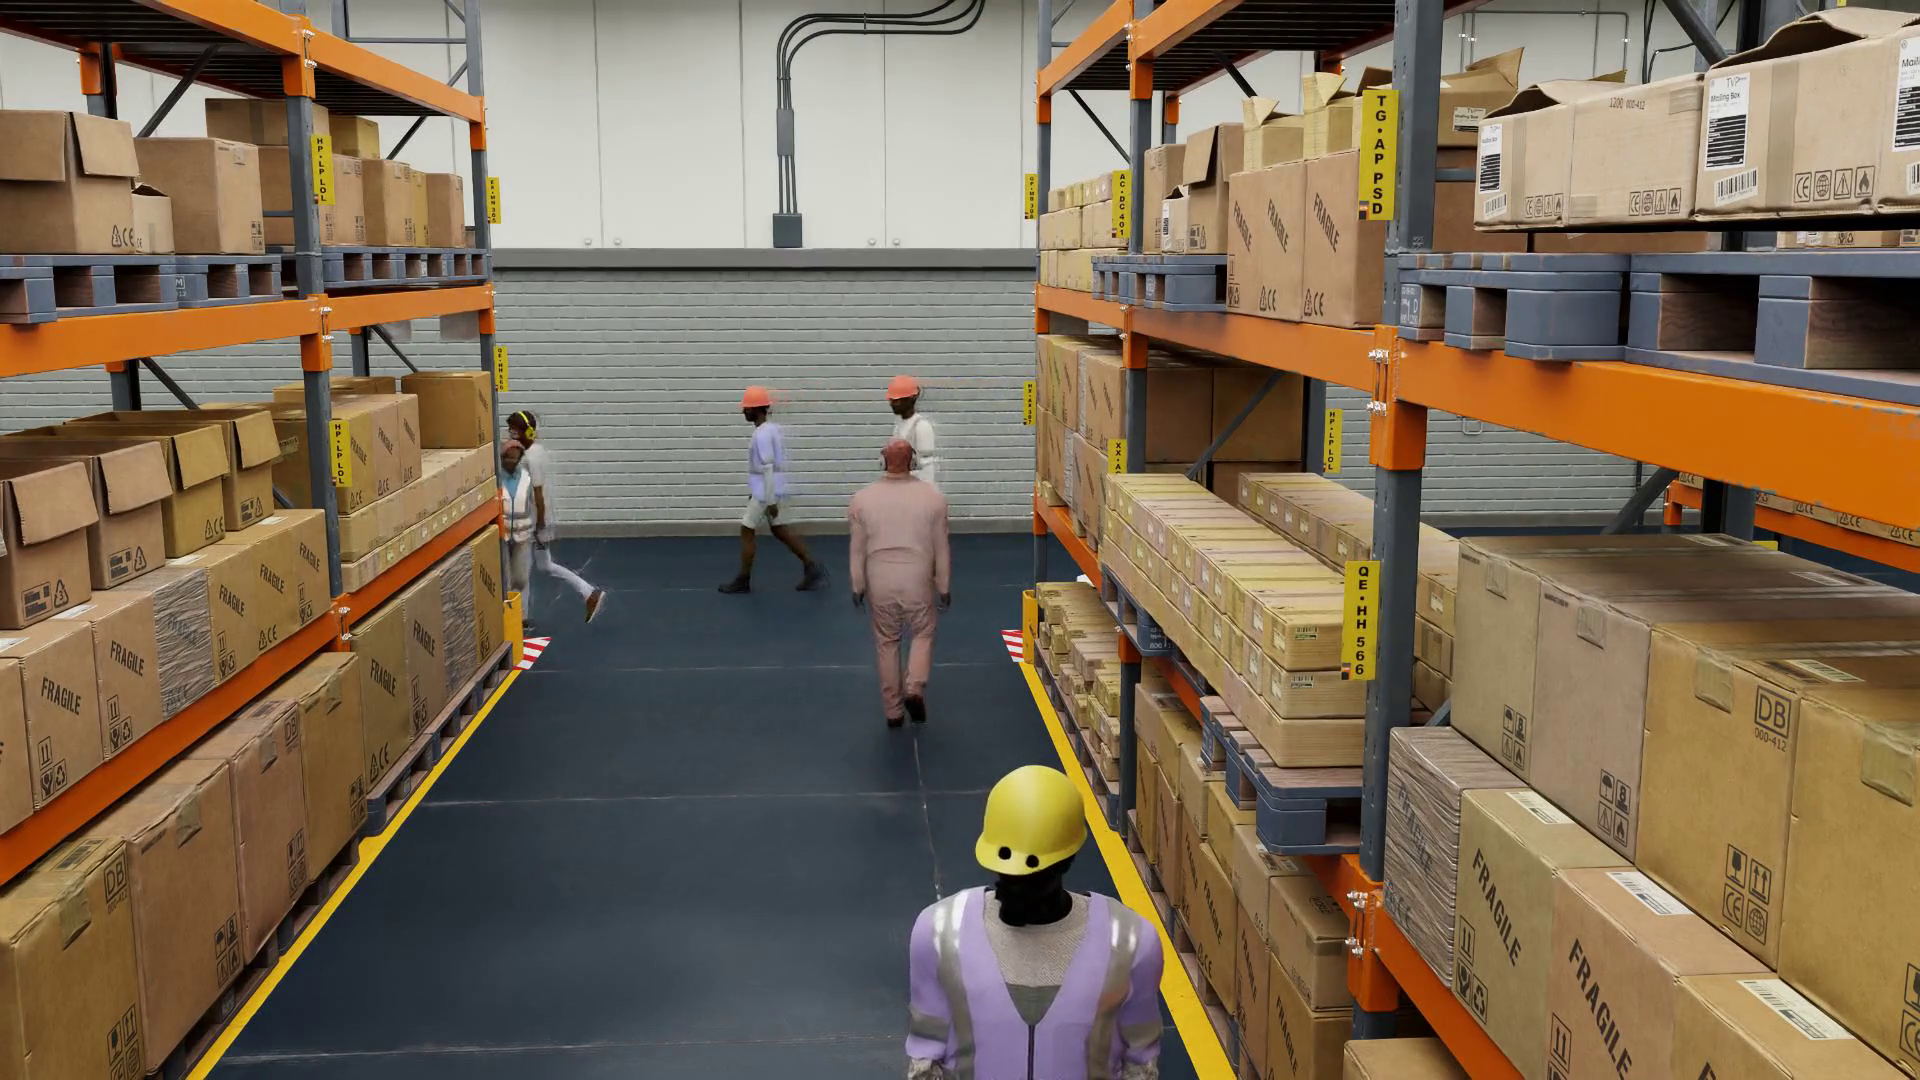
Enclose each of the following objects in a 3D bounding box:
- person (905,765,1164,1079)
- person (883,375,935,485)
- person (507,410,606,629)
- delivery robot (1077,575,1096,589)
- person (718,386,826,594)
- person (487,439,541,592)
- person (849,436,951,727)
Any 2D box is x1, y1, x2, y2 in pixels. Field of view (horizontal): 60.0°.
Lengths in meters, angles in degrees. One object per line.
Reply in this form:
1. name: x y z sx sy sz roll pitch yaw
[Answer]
1. person: 0.169 1.437 3.832 0.588 1.923 0.383 1 10 4
2. person: -0.510 -0.428 14.539 0.726 2.010 0.606 -3 10 -17
3. person: -3.378 -0.157 13.523 0.851 1.826 0.525 -1 10 -6
4. delivery robot: 1.309 0.415 13.591 0.707 0.478 0.477 7 12 37
5. person: -1.691 -0.449 15.022 0.936 1.904 0.547 0 10 2
6. person: -3.644 -0.034 13.396 0.558 1.611 0.595 -5 11 -29
7. person: -0.385 0.274 10.757 0.669 1.890 0.424 1 10 4
